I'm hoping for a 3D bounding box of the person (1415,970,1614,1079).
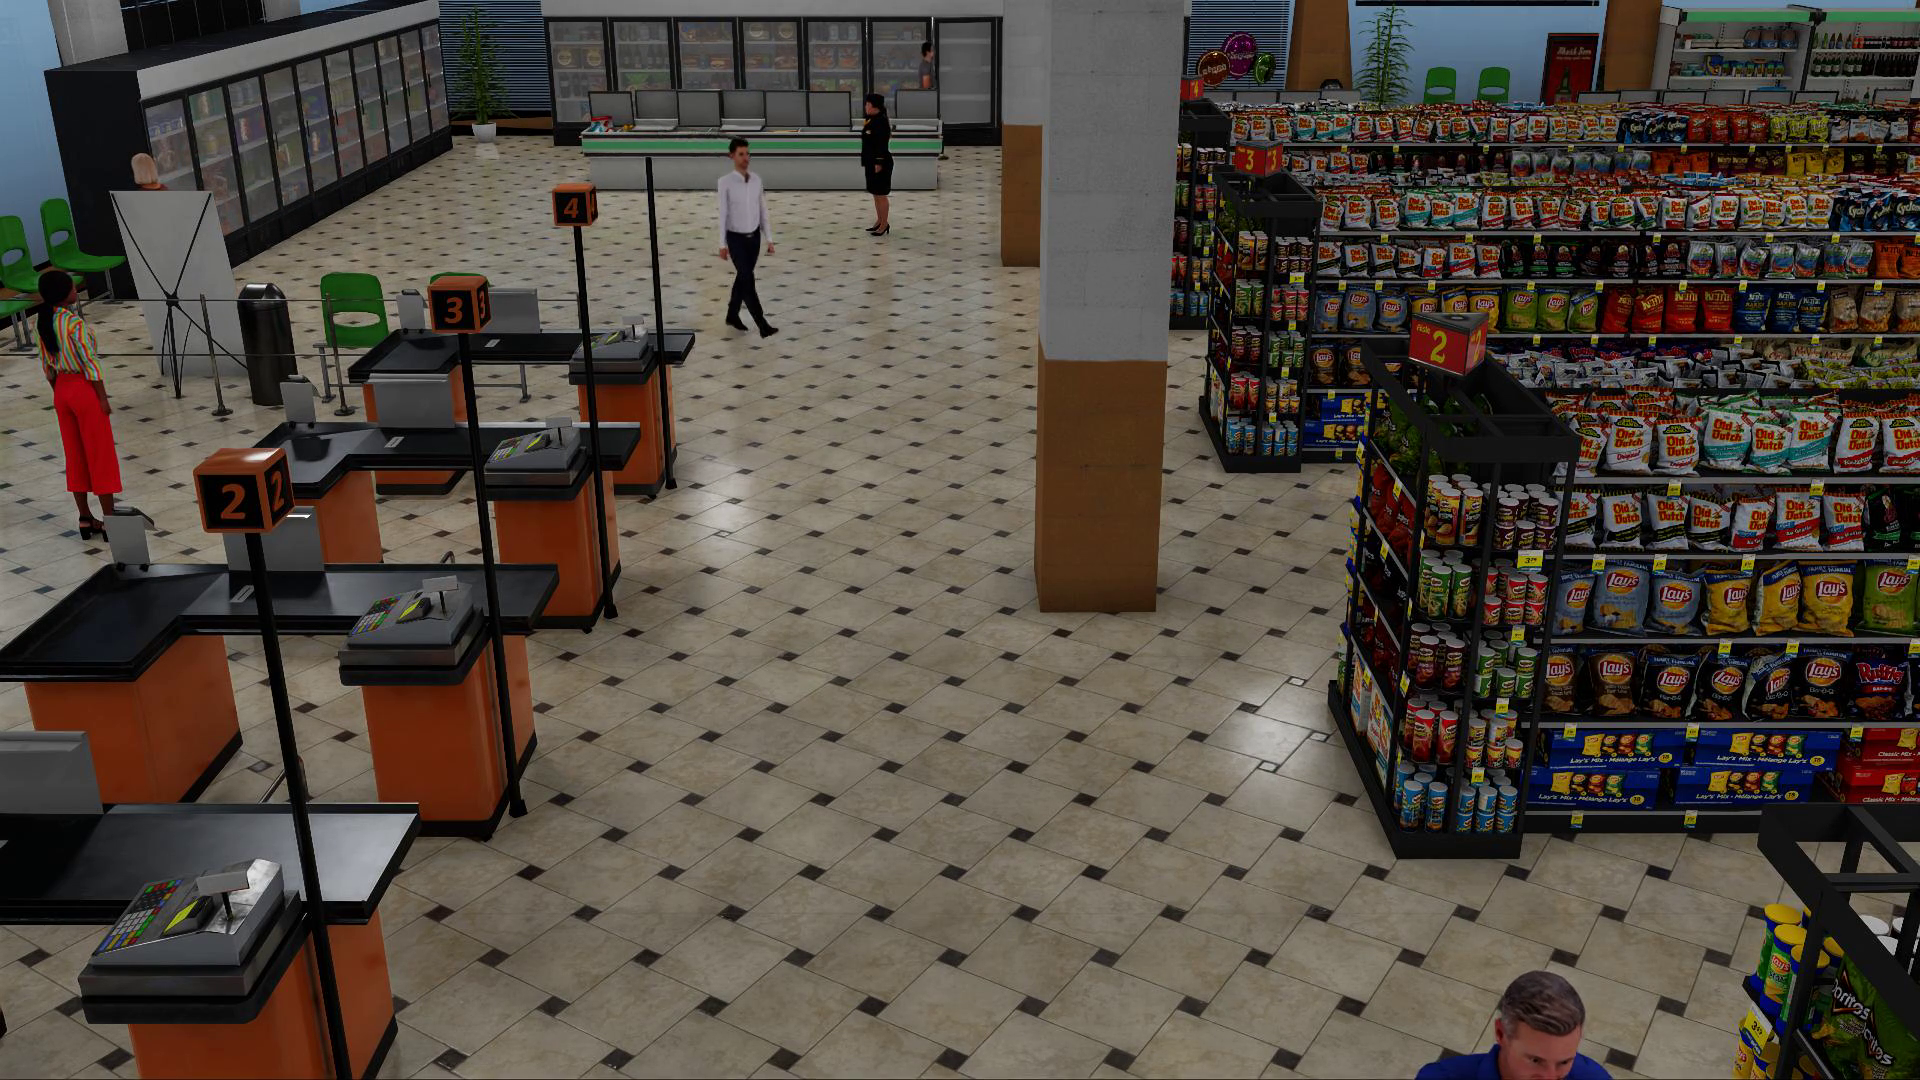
[{"bbox_3d":[1.289,1.809,4.089,0.536,1.825,0.811,-3,22,-7],"label":"person"}]

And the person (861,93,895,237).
[{"bbox_3d":[-0.991,-4.529,20.072,0.724,1.671,0.768,-6,23,-14],"label":"person"}]

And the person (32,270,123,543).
[{"bbox_3d":[-5.708,-0.866,10.792,0.569,1.793,0.717,7,23,17],"label":"person"}]

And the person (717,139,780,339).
[{"bbox_3d":[-2.076,-2.821,15.615,1.191,1.824,1.186,-18,28,-37],"label":"person"}]
